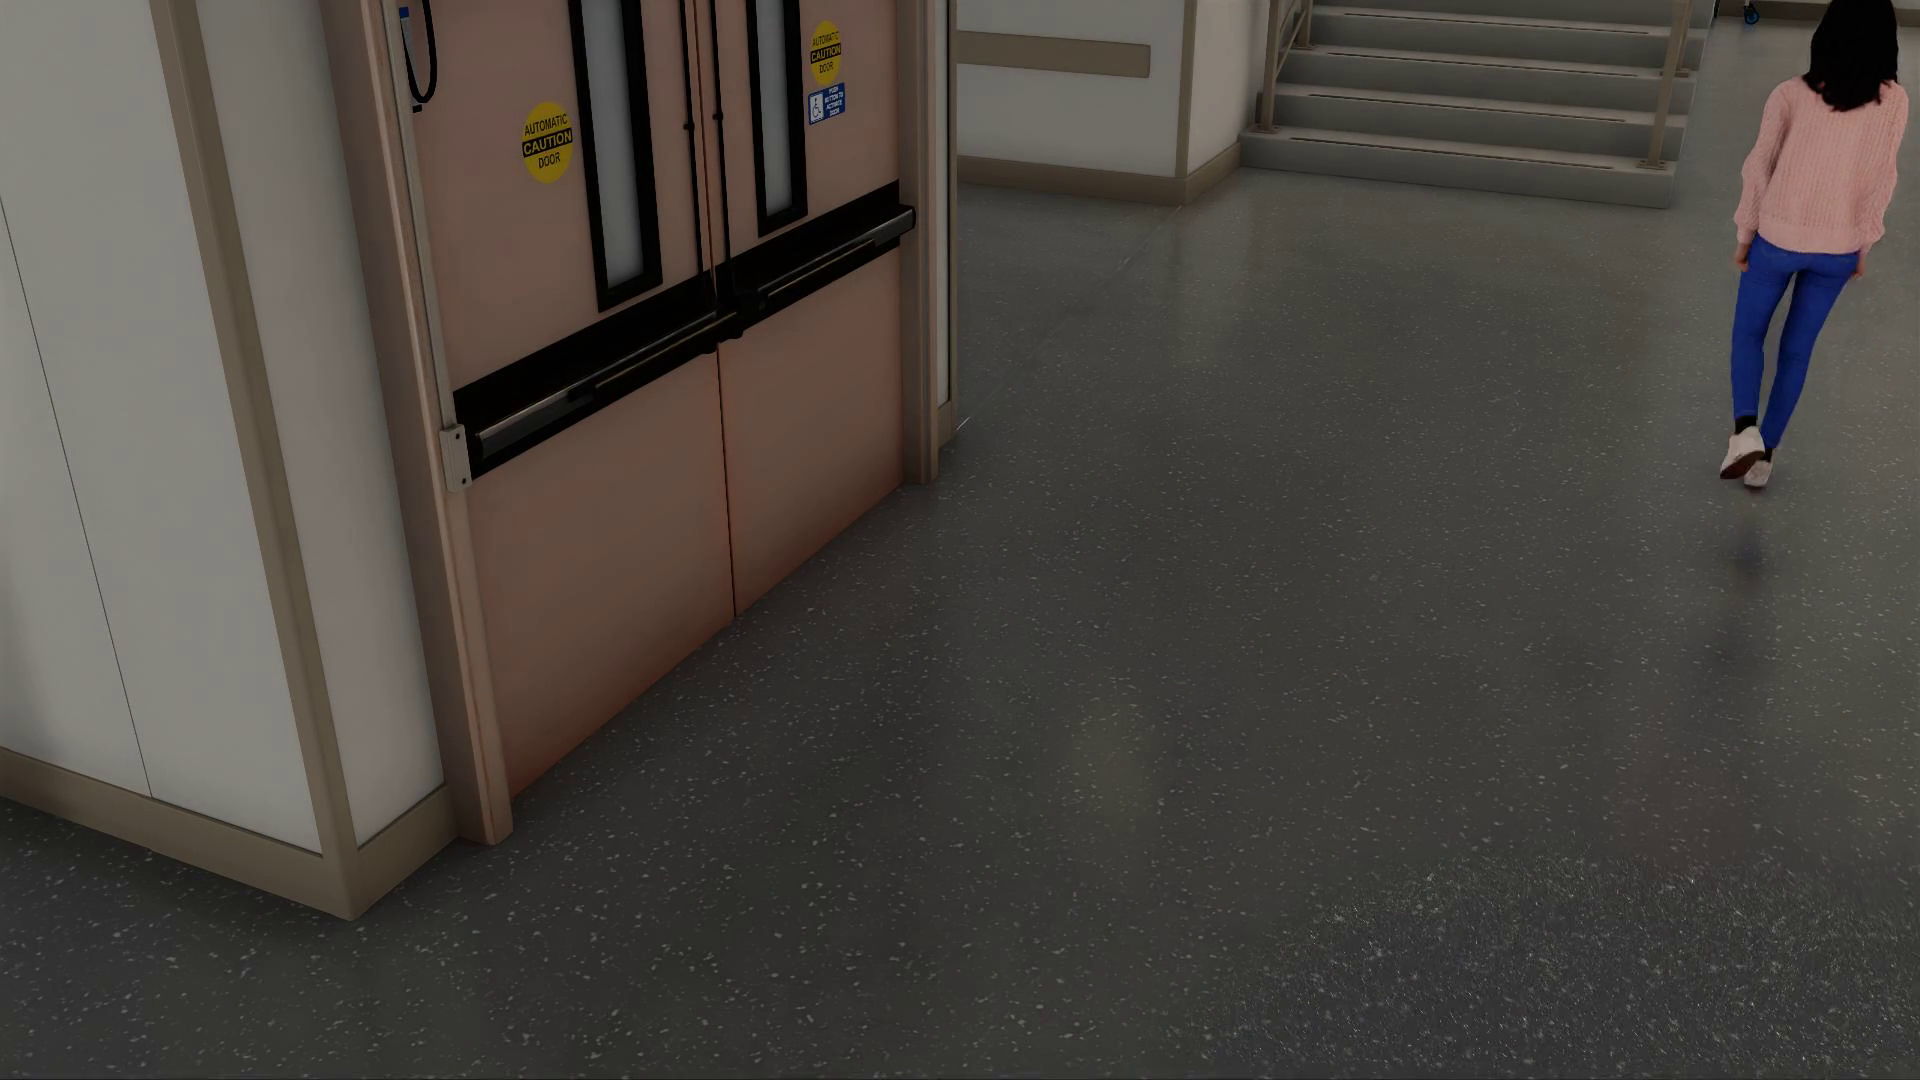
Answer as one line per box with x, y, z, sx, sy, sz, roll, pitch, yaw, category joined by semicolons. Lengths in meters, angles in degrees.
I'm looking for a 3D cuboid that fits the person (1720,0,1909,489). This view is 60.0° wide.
2.886;-0.957;5.670;0.654;1.754;0.816;10;27;19;person
